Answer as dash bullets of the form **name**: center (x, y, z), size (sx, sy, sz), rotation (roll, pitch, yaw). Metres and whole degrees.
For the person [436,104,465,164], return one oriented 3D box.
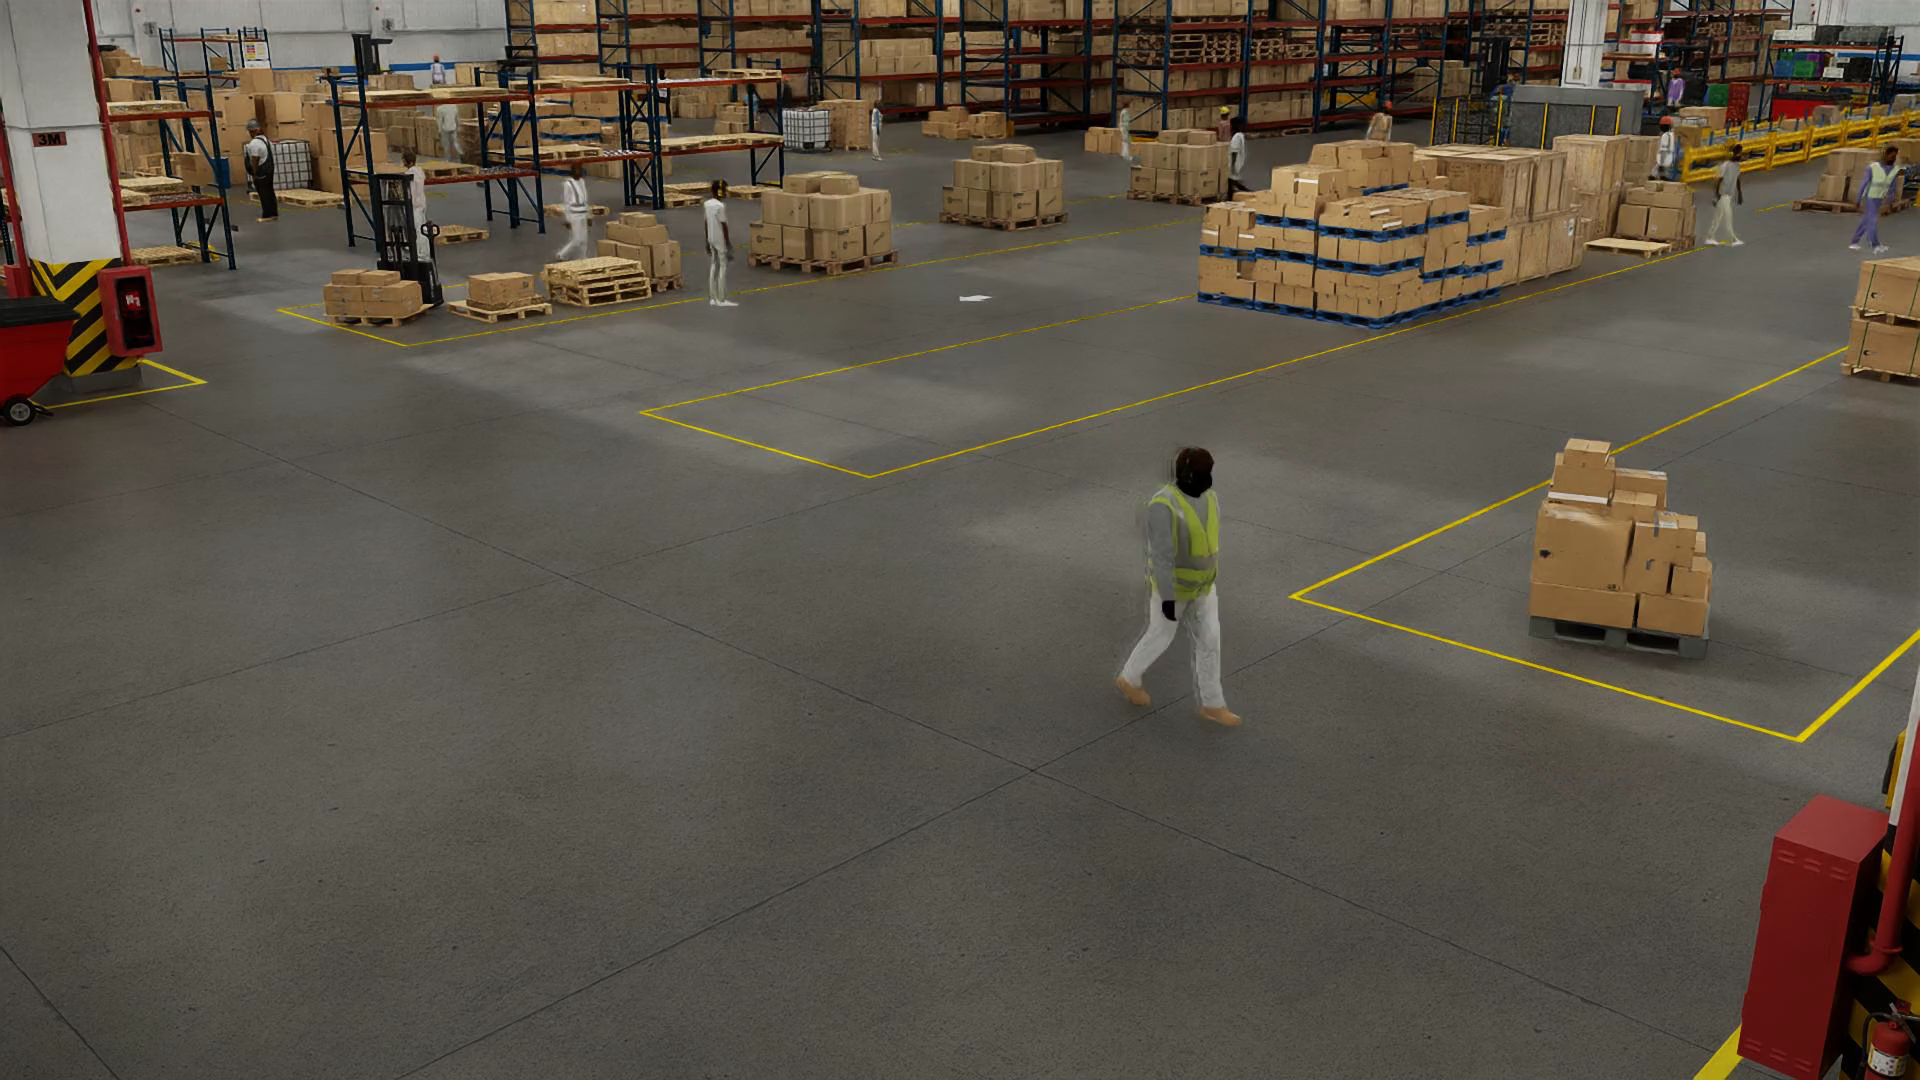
- **person**: center (-13.456, -10.811, 43.879), size (0.628, 1.915, 0.636), rotation (15, 24, 38)

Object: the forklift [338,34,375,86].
- **forklift**: center (-23.295, -18.352, 65.074), size (1.129, 2.768, 1.873), rotation (17, 25, 41)

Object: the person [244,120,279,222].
- **person**: center (-14.121, -7.447, 33.532), size (0.535, 2.000, 0.687), rotation (1, 18, 3)

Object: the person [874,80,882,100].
- **person**: center (-2.999, -17.341, 63.713), size (0.700, 1.812, 0.432), rotation (-11, 21, -29)

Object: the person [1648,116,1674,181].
- **person**: center (15.064, -8.146, 35.827), size (0.629, 1.913, 0.584), rotation (13, 23, 35)

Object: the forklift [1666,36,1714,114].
- **forklift**: center (27.341, -17.291, 61.877), size (1.129, 2.768, 1.873), rotation (17, 25, 41)

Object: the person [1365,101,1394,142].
- **person**: center (10.431, -9.956, 41.365), size (0.616, 1.860, 0.974), rotation (-8, 20, -22)

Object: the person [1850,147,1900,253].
- **person**: center (16.353, -6.073, 29.669), size (0.618, 1.861, 0.950), rotation (-4, 19, -12)

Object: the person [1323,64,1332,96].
- **person**: center (15.900, -20.030, 72.008), size (0.568, 1.684, 0.538), rotation (-17, 25, -42)

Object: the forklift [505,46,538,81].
- **forklift**: center (-13.633, -14.047, 52.103), size (1.129, 2.768, 1.873), rotation (0, 18, 0)

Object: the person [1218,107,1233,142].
- **person**: center (6.461, -9.701, 40.751), size (0.533, 1.767, 0.326), rotation (-16, 24, -40)

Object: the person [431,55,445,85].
- **person**: center (-21.582, -19.065, 68.786), size (0.569, 1.880, 1.011), rotation (-10, 21, -26)

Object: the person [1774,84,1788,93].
- **person**: center (32.050, -17.699, 64.908), size (0.540, 1.720, 0.894), rotation (8, 20, 23)

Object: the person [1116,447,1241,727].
- **person**: center (1.405, 0.271, 10.644), size (0.631, 1.807, 0.870), rotation (-15, 24, -39)

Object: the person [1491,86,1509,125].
- **person**: center (16.857, -13.358, 51.993), size (0.518, 1.618, 0.422), rotation (12, 22, 32)

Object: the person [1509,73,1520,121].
- **person**: center (19.792, -15.806, 59.347), size (0.272, 1.635, 0.507), rotation (8, 20, 22)

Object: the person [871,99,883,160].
- **person**: center (-2.276, -11.265, 45.666), size (0.315, 1.636, 0.515), rotation (-2, 18, -6)

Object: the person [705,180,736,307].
- **person**: center (-3.572, -4.368, 24.563), size (0.359, 1.853, 0.602), rotation (-16, 24, -40)

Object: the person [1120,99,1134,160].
- **person**: center (4.597, -11.242, 45.610), size (0.417, 1.630, 0.530), rotation (3, 19, 9)

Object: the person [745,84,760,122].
- **person**: center (-6.534, -13.447, 52.175), size (0.566, 1.685, 0.537), rotation (14, 23, 36)

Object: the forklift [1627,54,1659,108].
- **forklift**: center (26.642, -18.373, 65.138), size (1.129, 2.768, 1.873), rotation (17, 25, 41)

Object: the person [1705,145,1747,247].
- **person**: center (14.051, -6.235, 30.200), size (0.560, 1.829, 0.917), rotation (-14, 23, -35)

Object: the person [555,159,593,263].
- **person**: center (-6.369, -5.331, 27.435), size (0.550, 1.868, 0.573), rotation (5, 19, 16)

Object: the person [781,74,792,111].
- **person**: center (-5.392, -13.642, 52.314), size (0.896, 1.961, 0.628), rotation (6, 19, 17)

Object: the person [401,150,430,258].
- **person**: center (-9.232, -5.615, 28.170), size (0.372, 1.940, 0.629), rotation (0, 18, 0)

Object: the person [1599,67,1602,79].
- **person**: center (25.028, -17.851, 65.375), size (0.540, 1.717, 0.935), rotation (15, 23, 38)

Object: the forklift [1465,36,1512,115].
- **forklift**: center (19.973, -17.201, 61.605), size (1.873, 2.768, 1.129), rotation (16, 24, 40)

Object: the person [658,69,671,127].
- **person**: center (-10.074, -15.069, 56.701), size (0.589, 1.912, 0.390), rotation (13, 22, 33)

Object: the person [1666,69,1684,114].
- **person**: center (24.739, -15.338, 57.541), size (1.006, 1.894, 0.554), rotation (-16, 24, -39)

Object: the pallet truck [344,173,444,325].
- **pallet truck**: center (-8.209, -4.181, 23.757), size (0.823, 1.965, 1.885), rotation (3, 19, 9)

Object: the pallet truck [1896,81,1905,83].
- **pallet truck**: center (34.802, -16.331, 61.455), size (0.653, 1.274, 1.630), rotation (17, 25, 41)

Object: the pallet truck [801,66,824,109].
- **pallet truck**: center (-4.812, -15.182, 56.903), size (0.823, 1.965, 1.885), rotation (-9, 21, -26)

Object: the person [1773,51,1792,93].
- **person**: center (35.337, -19.891, 71.144), size (0.851, 1.967, 0.624), rotation (4, 19, 12)

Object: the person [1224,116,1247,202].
- **person**: center (5.941, -8.043, 35.481), size (0.774, 1.941, 0.615), rotation (6, 19, 19)
